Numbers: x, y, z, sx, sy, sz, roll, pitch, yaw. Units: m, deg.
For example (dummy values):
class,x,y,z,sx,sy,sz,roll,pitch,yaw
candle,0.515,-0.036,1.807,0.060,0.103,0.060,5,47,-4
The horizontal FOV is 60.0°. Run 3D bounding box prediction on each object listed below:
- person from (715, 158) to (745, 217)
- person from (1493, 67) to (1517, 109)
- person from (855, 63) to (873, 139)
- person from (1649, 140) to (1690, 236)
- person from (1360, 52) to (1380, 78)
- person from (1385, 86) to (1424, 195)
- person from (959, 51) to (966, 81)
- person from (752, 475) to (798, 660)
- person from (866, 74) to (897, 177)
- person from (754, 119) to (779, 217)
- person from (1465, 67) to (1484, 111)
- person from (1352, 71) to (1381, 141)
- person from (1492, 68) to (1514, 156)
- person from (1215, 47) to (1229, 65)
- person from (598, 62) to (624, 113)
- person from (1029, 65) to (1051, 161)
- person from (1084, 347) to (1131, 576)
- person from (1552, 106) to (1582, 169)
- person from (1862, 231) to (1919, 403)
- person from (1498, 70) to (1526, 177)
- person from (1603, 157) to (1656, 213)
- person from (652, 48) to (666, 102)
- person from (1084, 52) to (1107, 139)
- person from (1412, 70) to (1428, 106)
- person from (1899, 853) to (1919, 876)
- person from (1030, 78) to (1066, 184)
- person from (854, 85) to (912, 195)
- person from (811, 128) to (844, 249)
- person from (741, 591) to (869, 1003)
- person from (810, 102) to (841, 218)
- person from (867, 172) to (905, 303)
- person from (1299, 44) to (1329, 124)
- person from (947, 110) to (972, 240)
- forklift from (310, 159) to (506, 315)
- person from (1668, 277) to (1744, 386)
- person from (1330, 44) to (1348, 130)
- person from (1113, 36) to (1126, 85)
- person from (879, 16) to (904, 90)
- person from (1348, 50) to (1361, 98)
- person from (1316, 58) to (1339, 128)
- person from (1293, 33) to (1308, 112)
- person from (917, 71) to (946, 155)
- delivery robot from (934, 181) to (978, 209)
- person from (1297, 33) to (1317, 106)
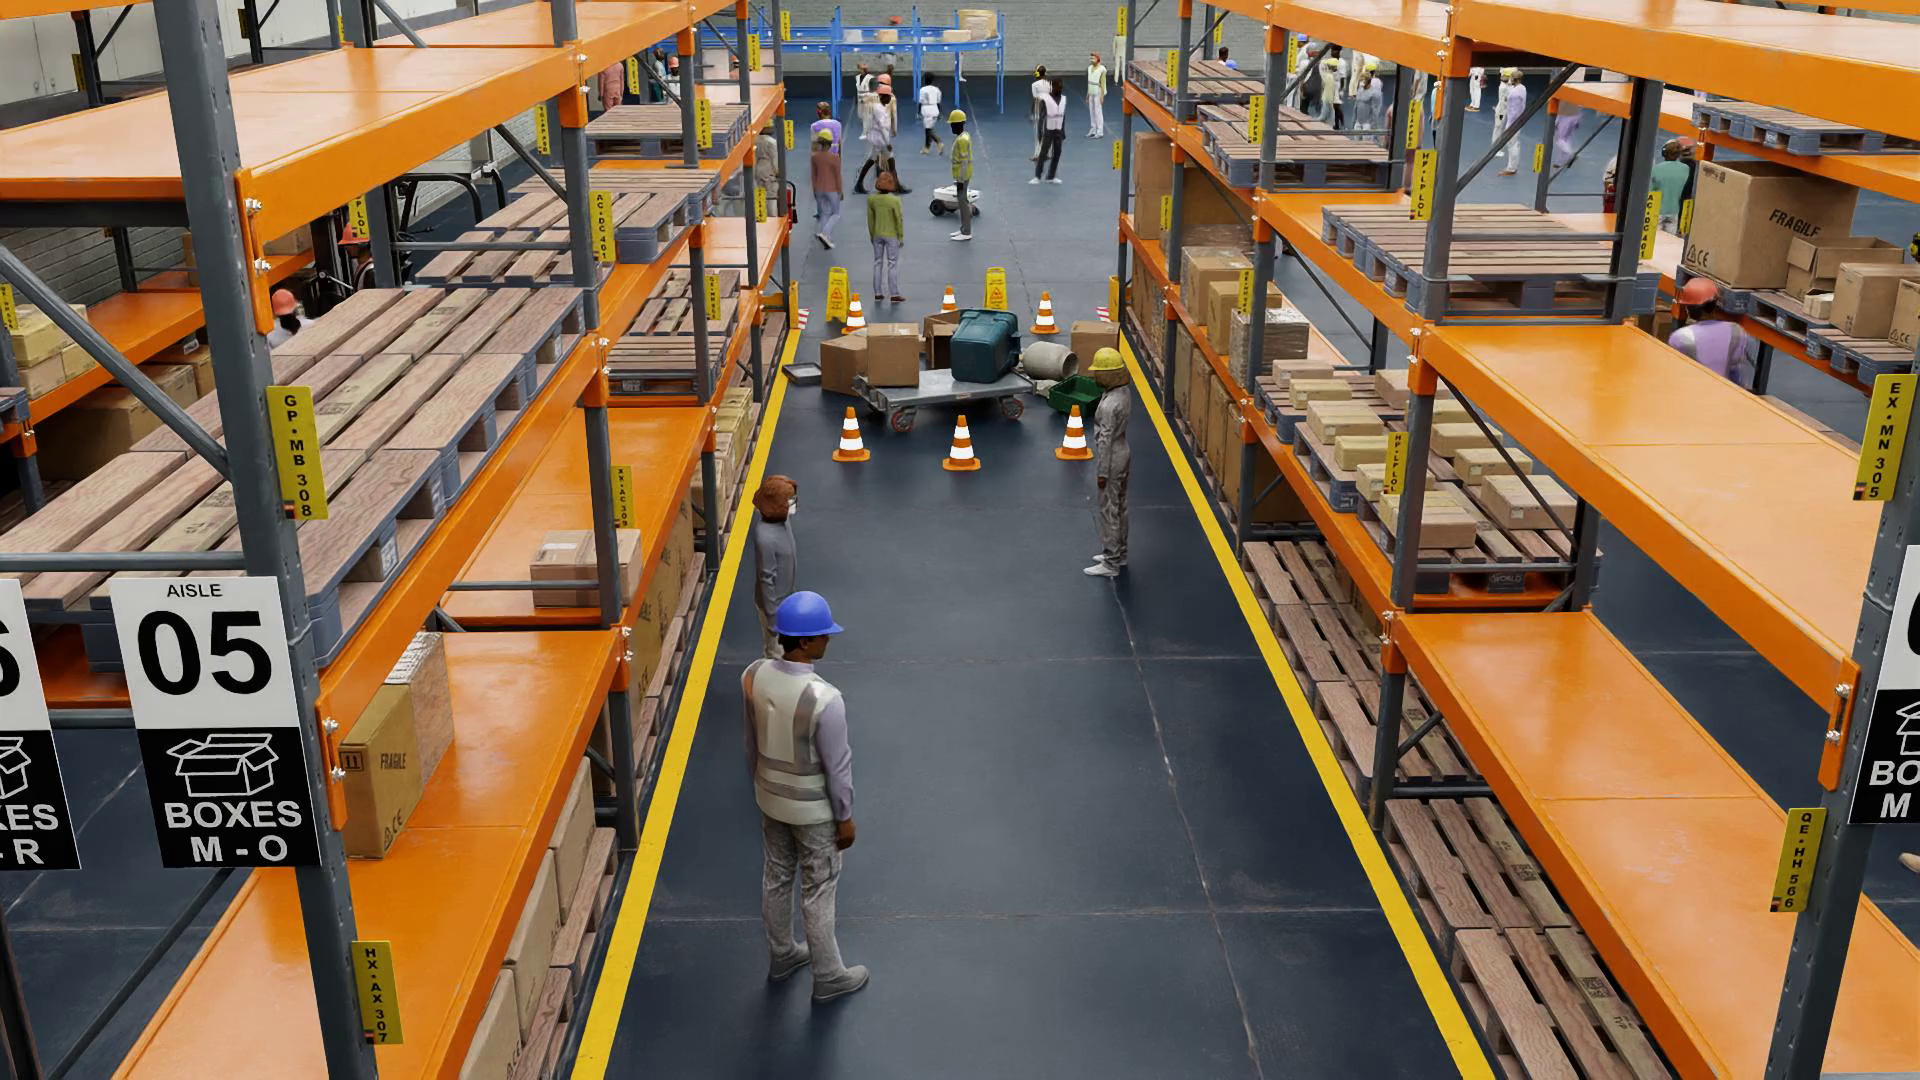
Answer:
class,x,y,z,sx,sy,sz,roll,pitch,yaw
person,-3.343,-5.015,23.945,0.609,1.800,0.822,7,22,18
person,13.633,-11.667,41.413,0.356,1.883,0.572,-7,22,-18
person,-2.035,-9.579,36.251,0.528,1.620,0.546,18,27,39
person,9.158,-4.230,21.678,0.632,1.940,0.372,0,21,-1
person,10.067,-11.377,40.729,0.603,1.819,0.635,-7,22,-17
person,7.711,-6.913,28.836,0.673,1.881,0.785,9,23,22
person,0.044,-14.327,48.635,0.308,1.744,0.485,-1,21,-2
person,-1.084,0.376,9.941,0.287,1.623,0.510,2,21,6
person,-1.449,-7.638,30.754,0.567,1.877,0.931,2,21,5
person,-2.982,-5.695,25.859,0.509,1.733,0.355,16,26,35
person,12.801,-11.604,41.264,0.353,1.877,0.572,1,21,3
person,7.539,-7.732,30.956,0.367,1.926,0.637,-10,23,-24
person,11.005,-8.671,33.692,0.323,1.739,0.489,9,22,22
person,5.710,-9.892,36.692,0.410,1.906,0.600,-9,22,-22
person,-7.673,-9.816,36.491,0.642,1.906,0.410,-19,28,-41
person,1.591,-8.448,32.944,0.499,1.861,0.328,-18,27,-40
person,1.094,-0.577,12.314,0.322,1.734,0.488,7,22,19
person,11.631,-8.016,31.784,0.650,1.875,0.656,-8,22,-20
person,9.226,-2.103,16.232,0.544,1.817,1.002,-1,21,-3
person,10.341,-7.779,31.059,0.354,1.936,0.635,10,23,26
person,8.908,-4.473,22.176,0.697,2.000,0.541,-4,21,-11
person,-6.681,-10.049,37.187,0.344,1.846,0.507,-6,22,-15
person,2.985,-9.698,36.275,0.384,1.836,0.564,-11,23,-27
person,10.048,-9.773,36.449,0.332,1.856,0.528,16,26,37
person,5.124,0.856,8.382,0.515,1.839,0.347,-15,26,-35
person,1.605,-7.420,30.204,0.763,1.883,0.407,-16,26,-36
person,-1.391,-6.967,29.013,1.049,1.873,0.573,5,21,14
person,-1.957,-5.083,24.189,0.530,1.755,0.467,13,24,30
person,-0.703,1.150,7.450,0.605,1.943,0.402,18,27,39
person,-2.138,-6.104,26.786,0.563,1.833,0.392,-15,25,-34
person,-0.932,-3.824,21.030,0.497,1.633,0.284,10,23,24
person,7.899,-10.109,37.075,0.699,2.000,1.174,-2,21,-6
person,-0.003,-5.483,25.007,0.383,1.922,0.593,0,21,-1
forklift,-5.622,-2.910,17.832,2.313,2.155,1.214,-1,21,-1
person,5.881,-1.065,13.199,0.656,2.018,0.586,-1,21,-4
person,8.459,-10.087,37.148,0.497,1.944,0.647,-2,21,-4
person,4.605,-13.831,47.478,0.500,1.633,0.280,7,22,17
person,-1.901,-13.461,46.002,0.650,1.990,0.623,-17,27,-38
person,10.546,-12.563,44.143,0.275,1.628,0.503,15,25,34
person,7.865,-9.515,35.922,0.751,1.736,0.539,4,21,11
person,8.186,-11.186,40.047,0.404,1.948,0.605,-6,21,-15
person,-0.552,-8.613,33.638,0.745,1.666,0.532,17,27,38
delivery robot,-0.059,-5.599,27.089,0.707,0.478,0.477,12,24,28
person,8.738,-11.939,42.113,0.560,1.890,0.562,11,23,27
